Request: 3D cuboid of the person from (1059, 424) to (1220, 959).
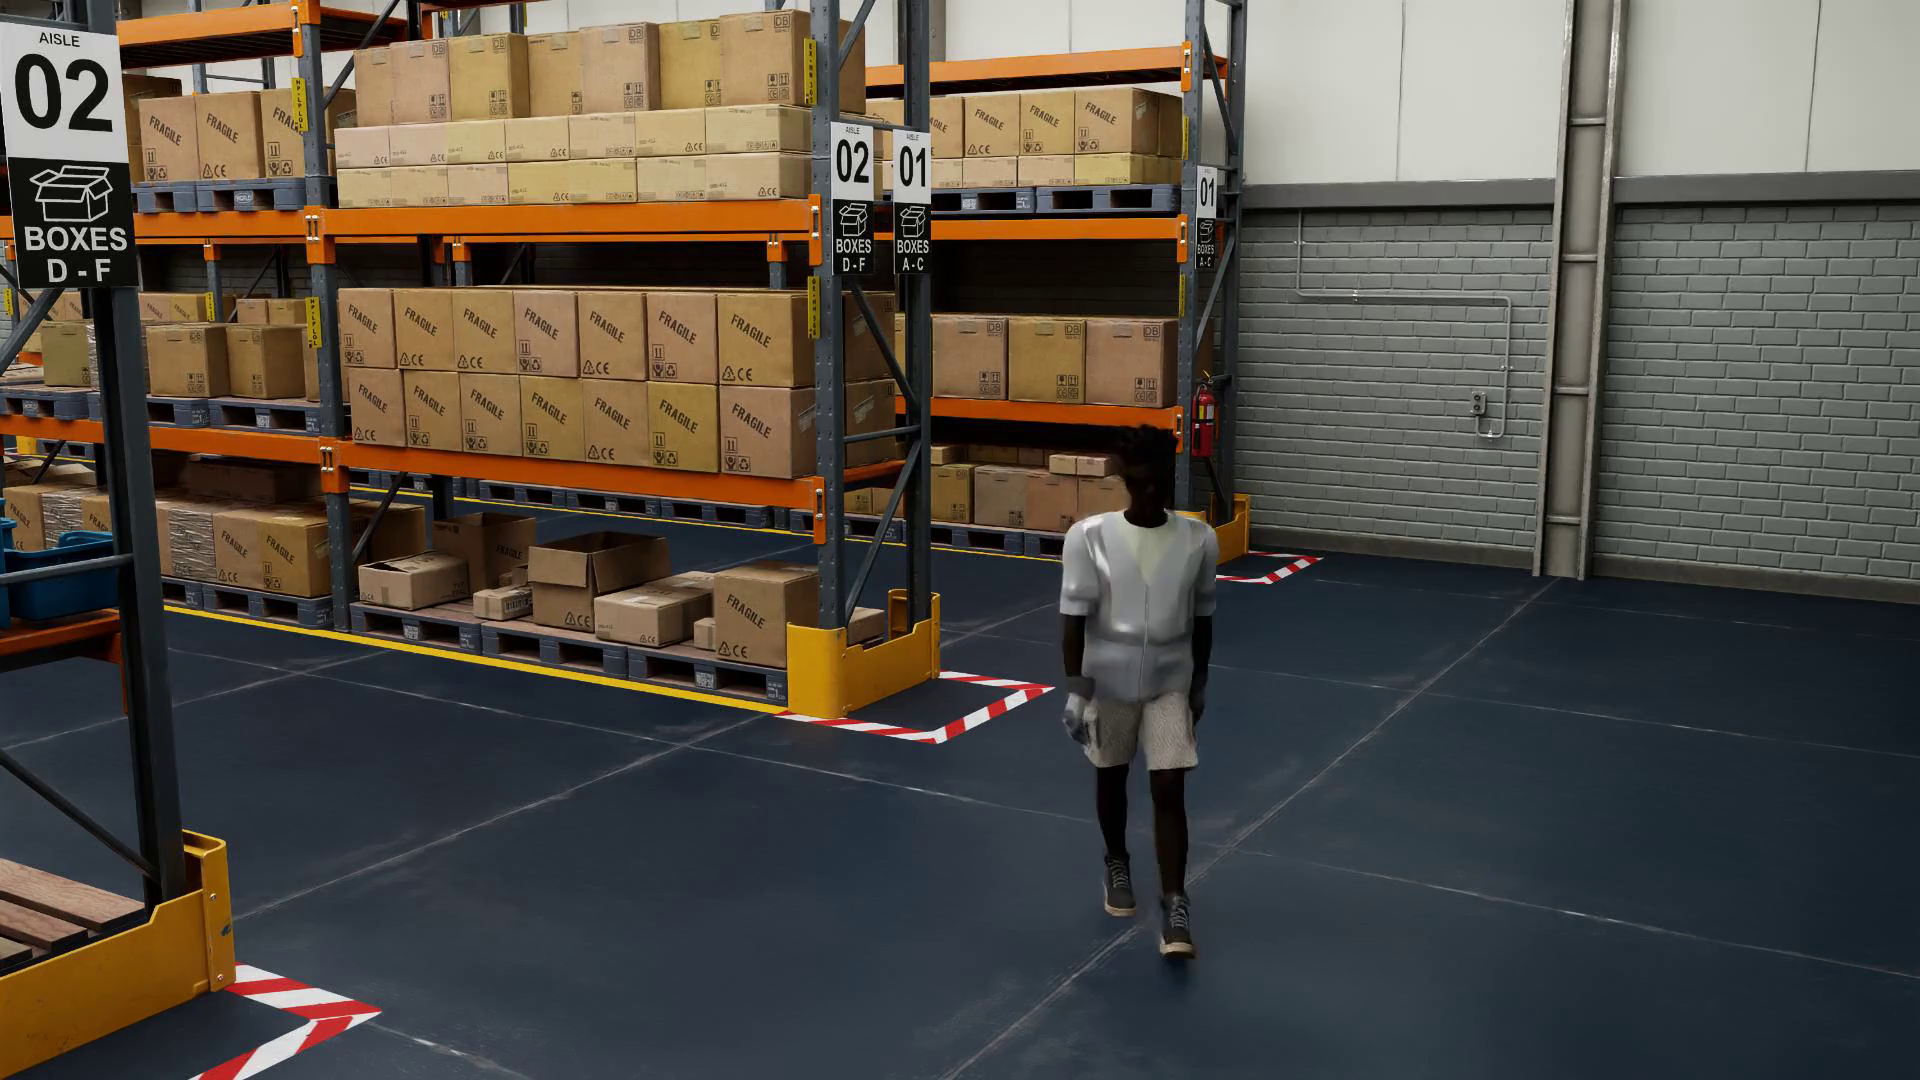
[{"bbox_3d":[0.667,0.546,6.080,0.608,1.917,0.967,0,10,-1],"label":"person"}]
